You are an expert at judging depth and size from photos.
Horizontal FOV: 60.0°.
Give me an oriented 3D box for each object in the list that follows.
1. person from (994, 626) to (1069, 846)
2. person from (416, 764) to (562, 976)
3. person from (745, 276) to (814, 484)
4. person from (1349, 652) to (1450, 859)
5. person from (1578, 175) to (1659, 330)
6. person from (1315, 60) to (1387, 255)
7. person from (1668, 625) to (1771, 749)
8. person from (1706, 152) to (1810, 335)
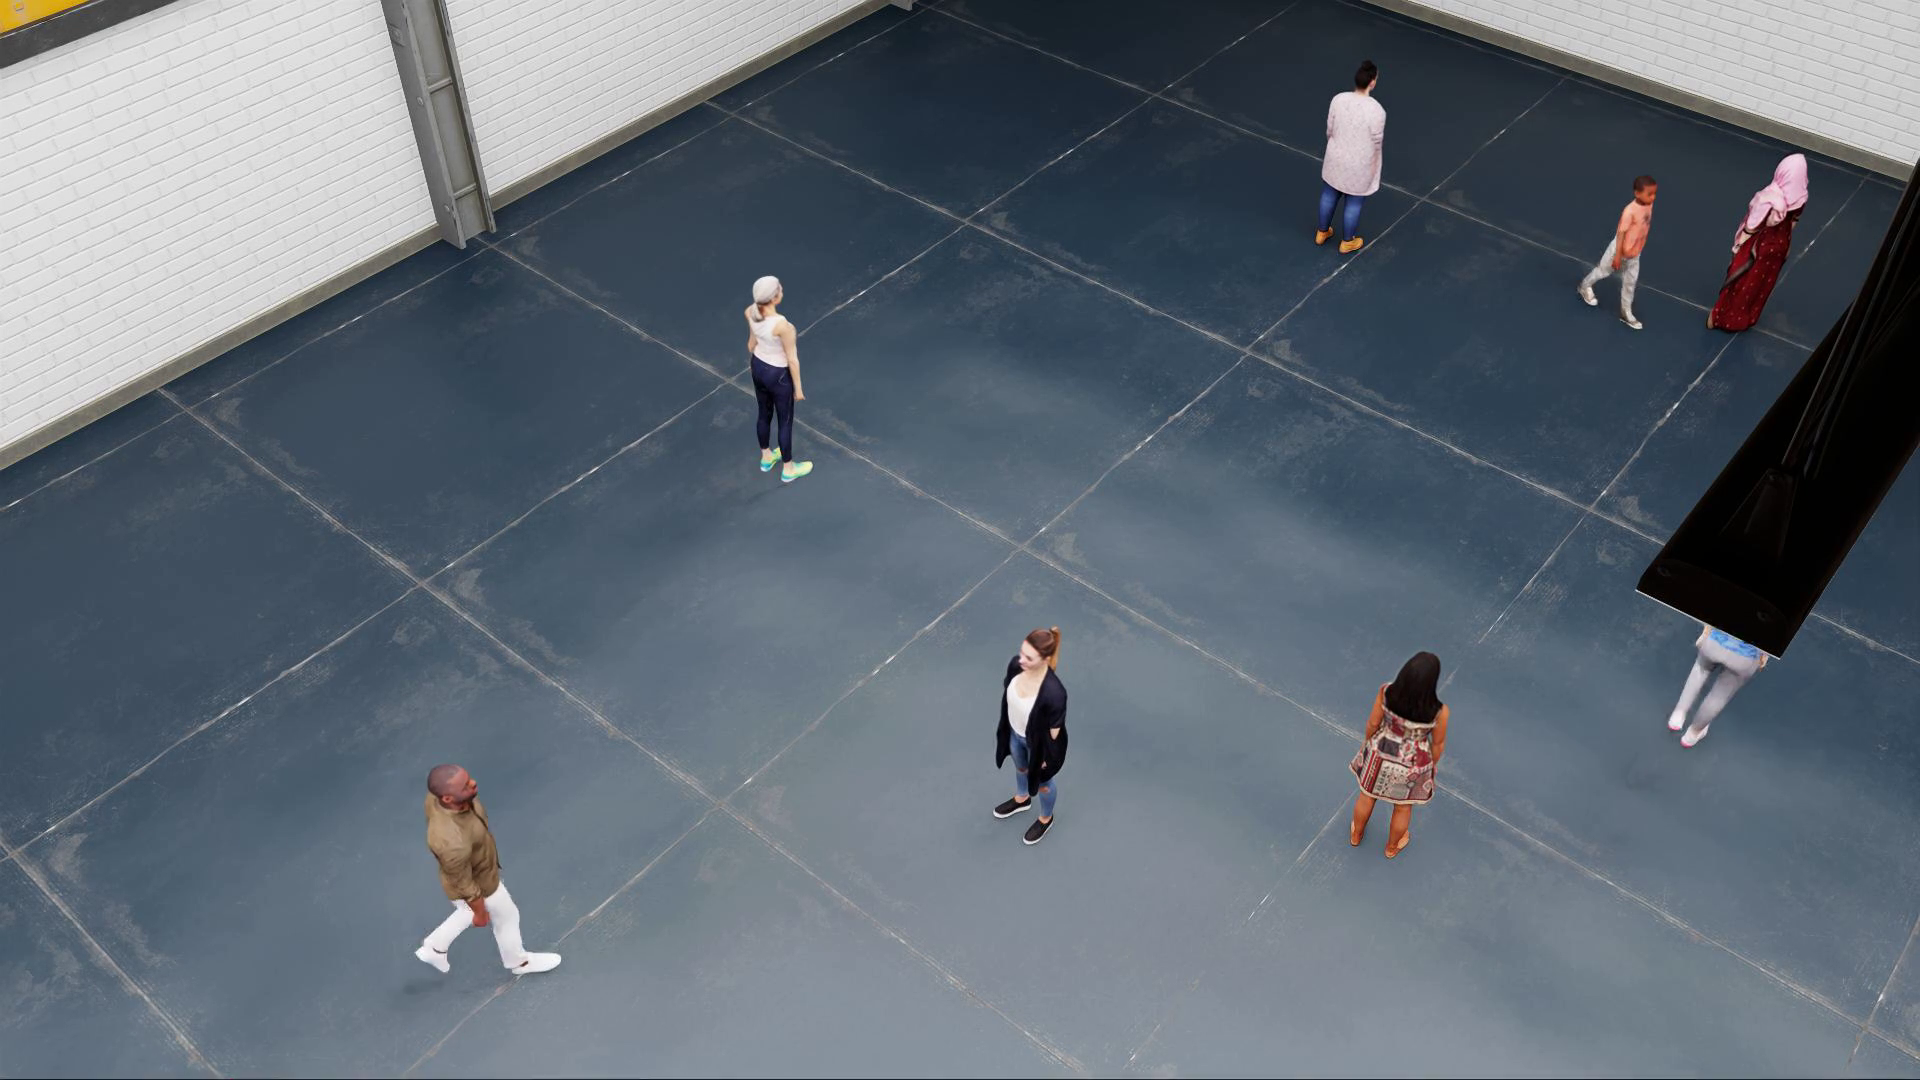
[{"bbox_3d":[0.433,1.114,9.611,0.632,1.683,0.675,-28,50,-26],"label":"person"},{"bbox_3d":[-2.648,1.792,8.814,1.124,1.802,1.005,-12,45,-13],"label":"person"},{"bbox_3d":[-1.350,-1.171,11.996,0.602,1.701,0.523,29,51,27],"label":"person"},{"bbox_3d":[2.509,1.231,9.516,0.699,1.645,0.615,19,47,19],"label":"person"},{"bbox_3d":[5.396,-2.420,13.609,0.909,1.286,0.786,-20,47,-20],"label":"person"},{"bbox_3d":[3.327,-3.265,14.162,0.680,1.746,0.603,31,52,29],"label":"person"},{"bbox_3d":[4.654,0.704,10.101,0.570,1.600,0.583,34,53,30],"label":"person"},{"bbox_3d":[6.434,-2.373,13.305,0.742,1.638,0.826,-9,44,-9],"label":"person"}]
